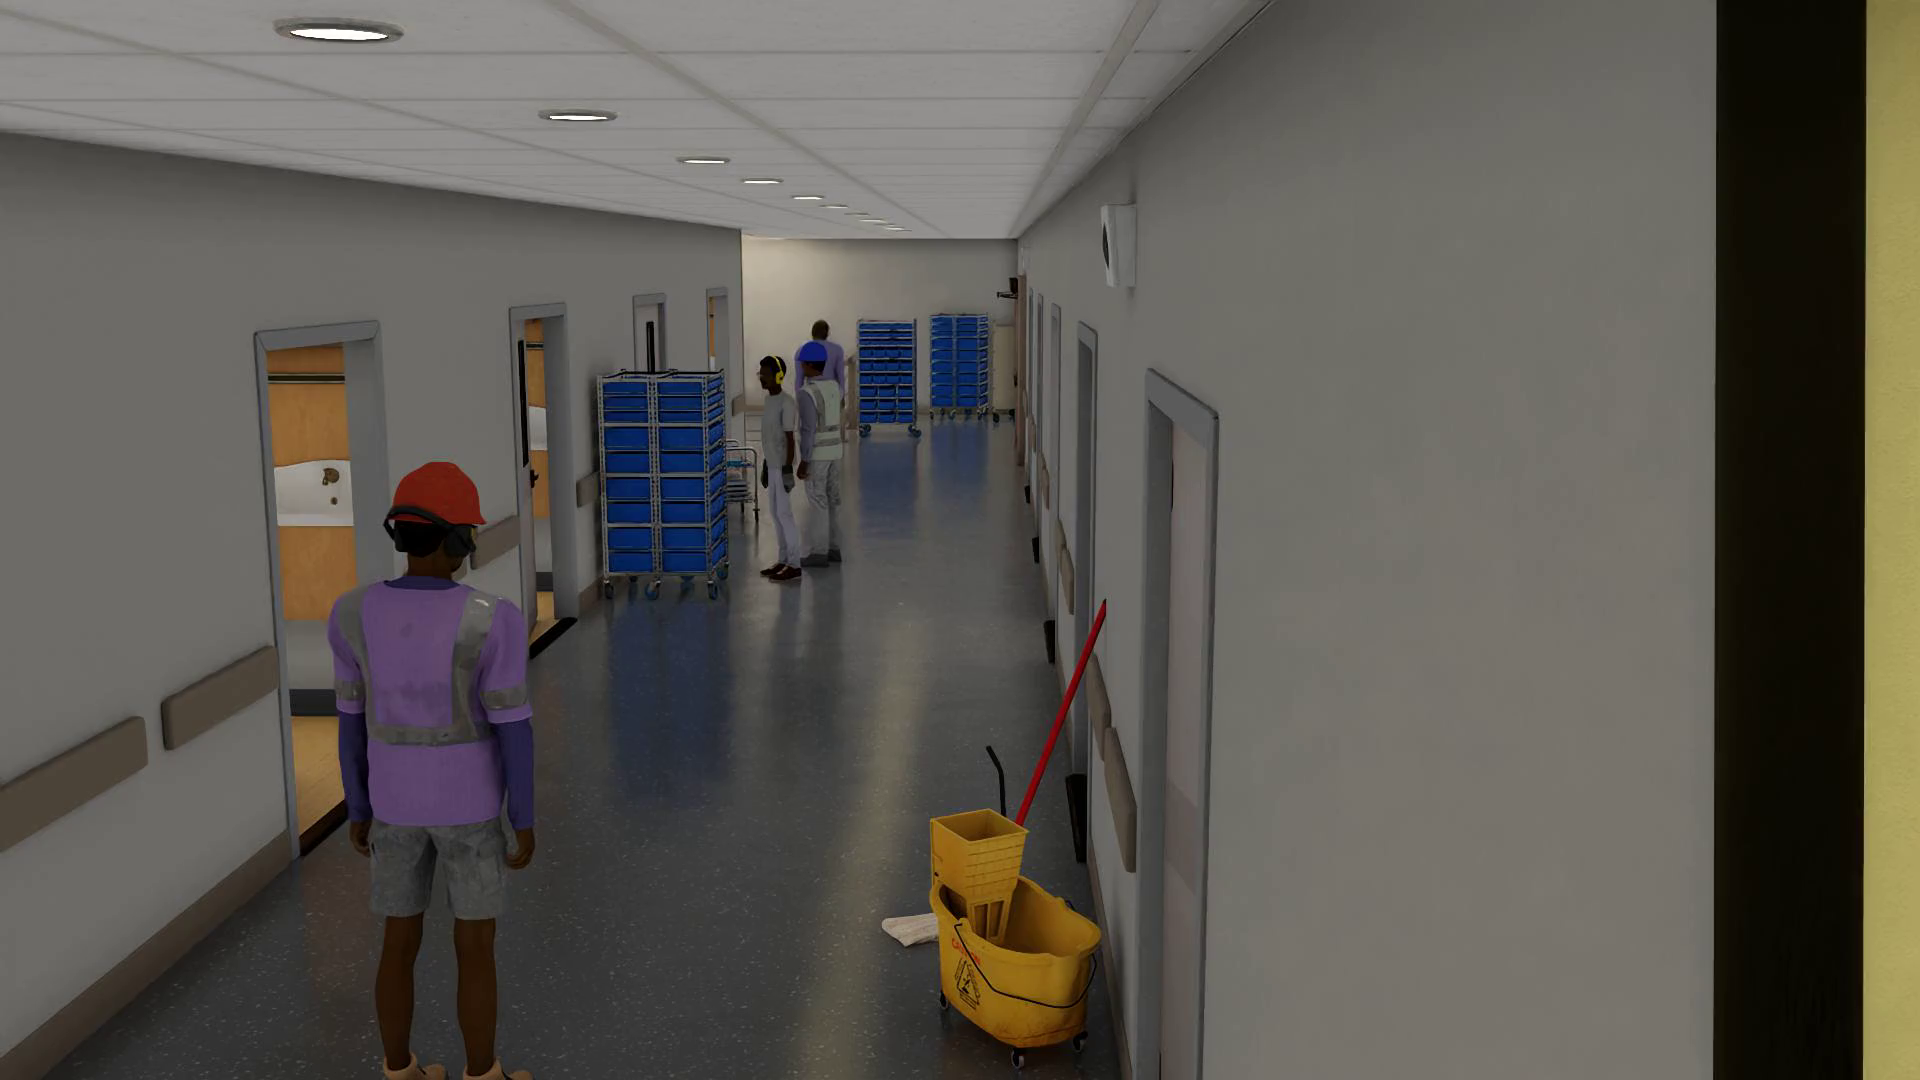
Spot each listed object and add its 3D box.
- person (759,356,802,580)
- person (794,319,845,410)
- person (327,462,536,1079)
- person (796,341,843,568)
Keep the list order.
[{"bbox_3d":[-1.502,-0.596,13.789,0.334,1.864,0.503,-4,10,-25],"label":"person"},{"bbox_3d":[-1.770,-1.819,20.957,0.645,1.914,0.813,0,9,0],"label":"person"},{"bbox_3d":[-1.560,0.779,5.028,0.606,2.036,0.398,1,10,7],"label":"person"},{"bbox_3d":[-1.225,-0.735,14.346,0.402,1.949,0.605,4,10,25],"label":"person"}]
